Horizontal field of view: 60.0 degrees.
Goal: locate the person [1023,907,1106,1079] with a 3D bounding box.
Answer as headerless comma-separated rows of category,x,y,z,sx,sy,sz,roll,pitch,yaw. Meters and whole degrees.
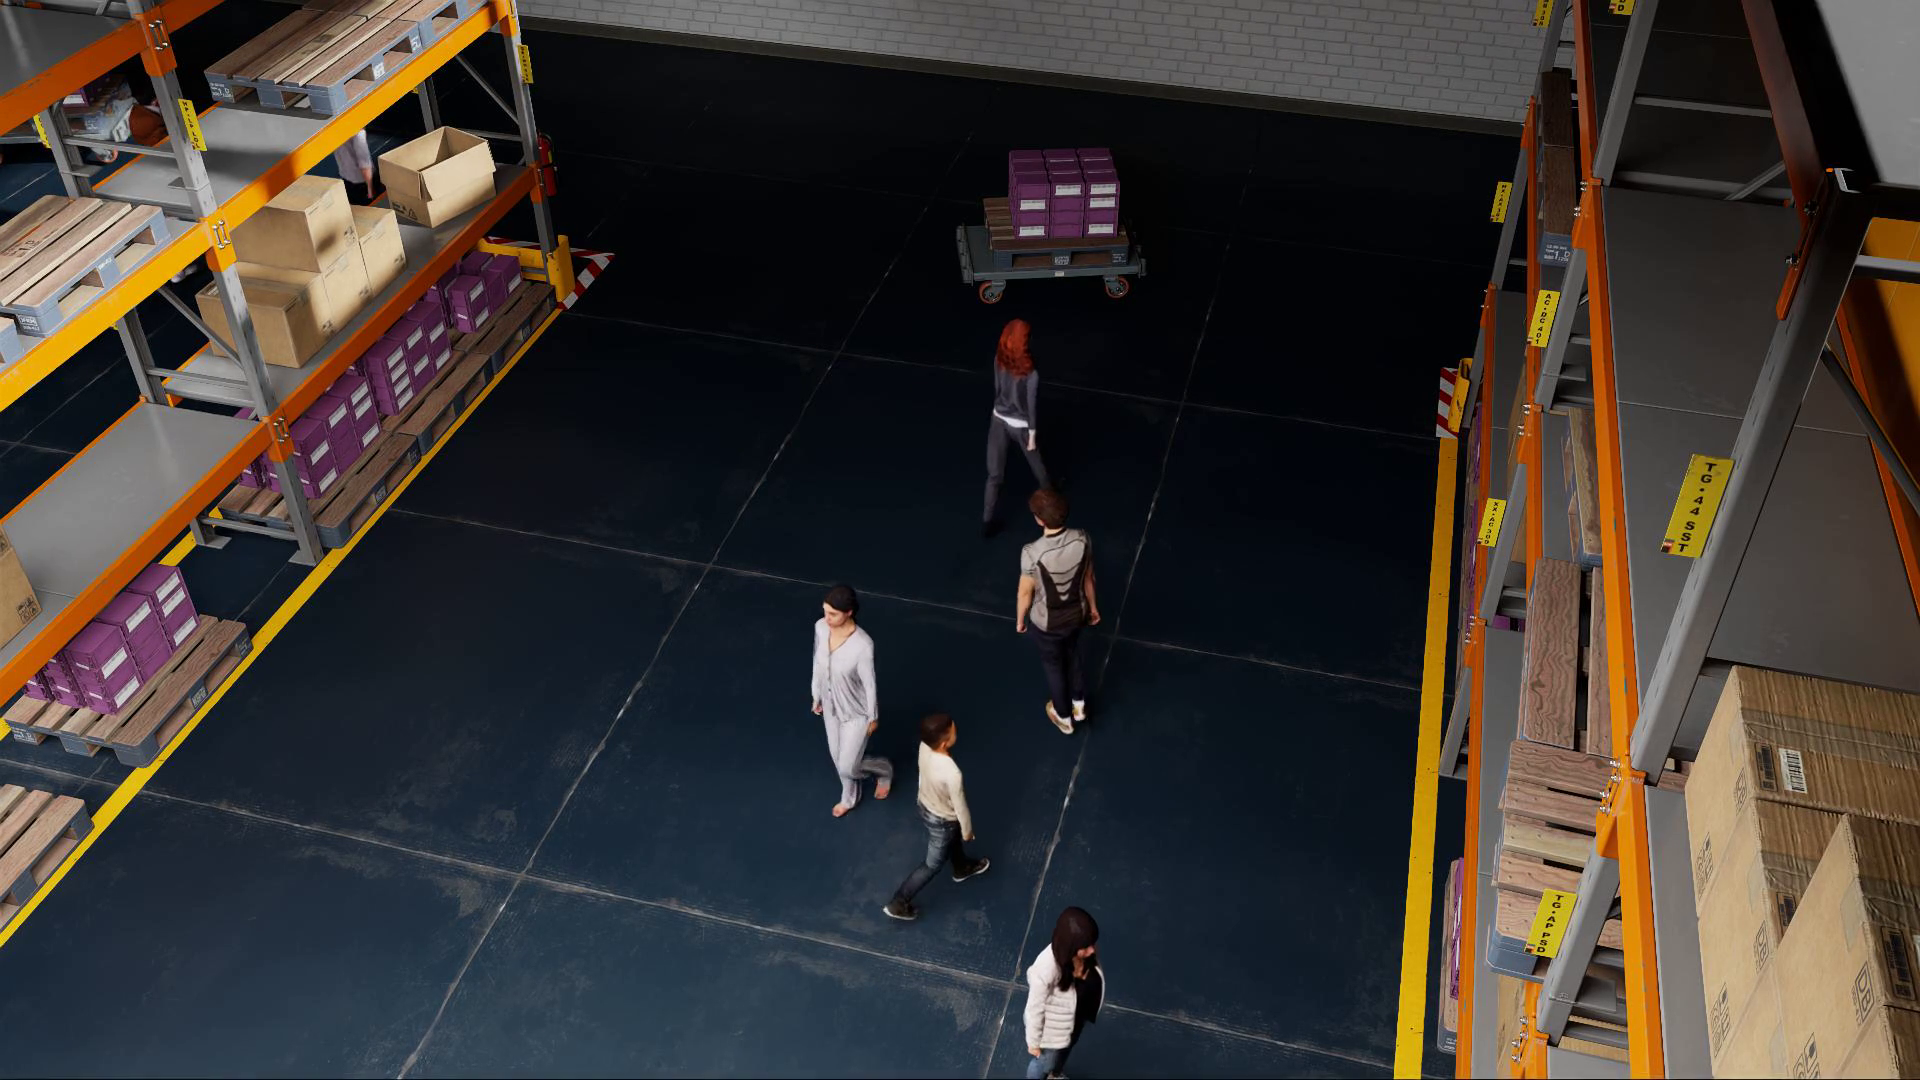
person,0.488,2.312,8.175,0.783,1.627,0.667,30,47,32

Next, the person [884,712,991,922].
person,-0.165,1.555,9.270,1.027,1.443,0.956,-20,43,-23

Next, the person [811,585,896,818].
person,-0.605,0.918,9.810,0.736,1.764,0.816,28,46,30

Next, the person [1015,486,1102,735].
person,0.644,0.514,10.228,0.814,1.874,0.850,-12,40,-15

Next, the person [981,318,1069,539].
person,0.334,-0.760,11.945,0.954,1.722,1.209,28,47,31
